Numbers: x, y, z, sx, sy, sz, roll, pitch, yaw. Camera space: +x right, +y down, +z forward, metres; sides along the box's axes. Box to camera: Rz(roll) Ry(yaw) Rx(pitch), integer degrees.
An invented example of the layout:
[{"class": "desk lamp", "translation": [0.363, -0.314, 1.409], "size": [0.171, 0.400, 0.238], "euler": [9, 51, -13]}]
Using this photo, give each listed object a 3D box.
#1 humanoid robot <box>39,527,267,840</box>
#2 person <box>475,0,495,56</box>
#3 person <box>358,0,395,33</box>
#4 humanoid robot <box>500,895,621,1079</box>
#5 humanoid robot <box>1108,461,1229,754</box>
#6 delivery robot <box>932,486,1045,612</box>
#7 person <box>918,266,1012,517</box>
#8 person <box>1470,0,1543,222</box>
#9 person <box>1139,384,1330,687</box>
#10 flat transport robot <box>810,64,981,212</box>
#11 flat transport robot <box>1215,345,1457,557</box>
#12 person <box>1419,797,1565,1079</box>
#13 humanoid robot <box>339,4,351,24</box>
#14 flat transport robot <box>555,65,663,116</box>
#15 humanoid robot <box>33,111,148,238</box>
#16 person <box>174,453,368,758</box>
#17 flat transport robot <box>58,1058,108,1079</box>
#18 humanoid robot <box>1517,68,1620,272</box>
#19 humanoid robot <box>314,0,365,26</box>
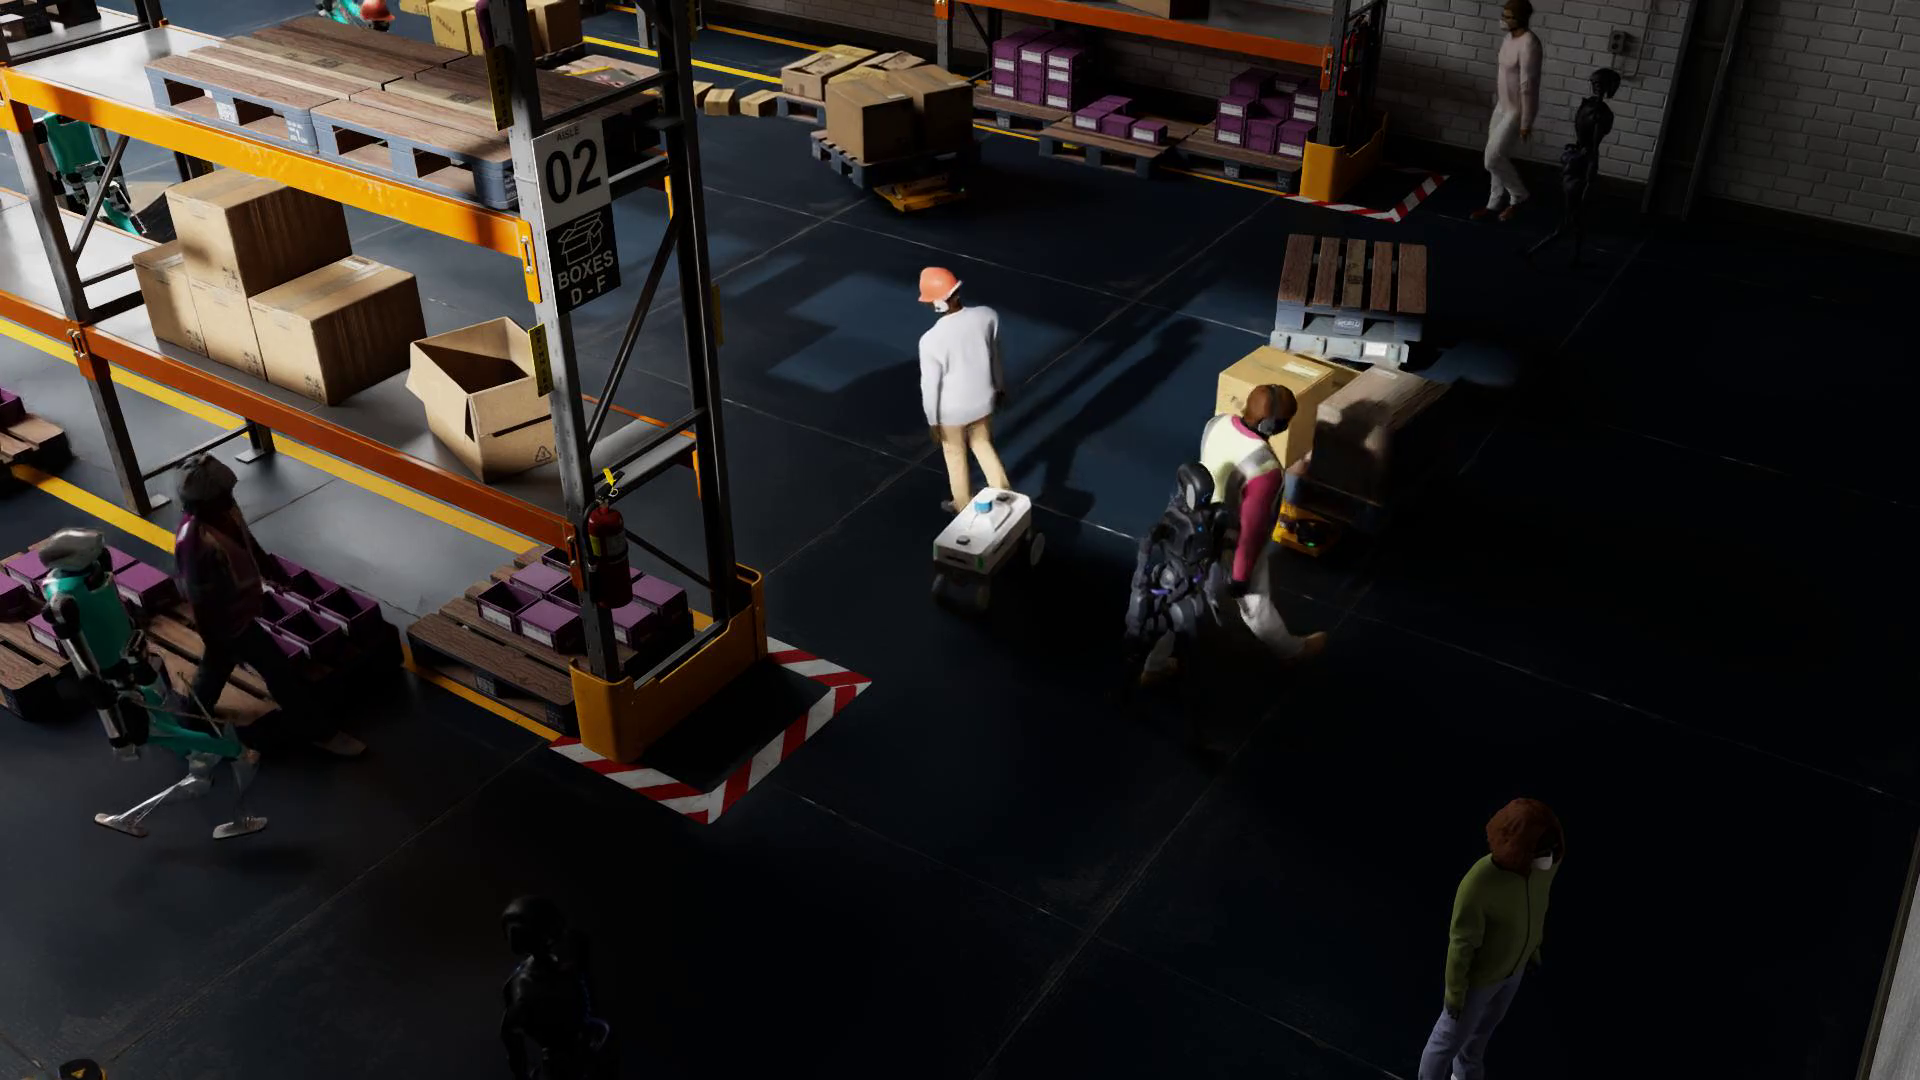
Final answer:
[{"class": "humanoid robot", "translation": [-3.535, 0.711, 7.433], "size": [1.025, 1.733, 0.554], "euler": [-4, 33, -6]}, {"class": "person", "translation": [-4.072, -4.275, 14.905], "size": [0.431, 1.948, 0.498], "euler": [19, 38, 27]}, {"class": "person", "translation": [-4.919, -3.826, 14.408], "size": [0.547, 1.731, 0.578], "euler": [-1, 33, -1]}, {"class": "humanoid robot", "translation": [-1.279, 1.890, 5.689], "size": [0.565, 1.640, 0.594], "euler": [8, 34, 12]}, {"class": "humanoid robot", "translation": [1.037, 0.312, 8.129], "size": [0.584, 1.620, 0.748], "euler": [-20, 38, -28]}, {"class": "delivery robot", "translation": [0.140, 0.007, 9.609], "size": [0.499, 0.604, 0.808], "euler": [15, 36, 22]}, {"class": "person", "translation": [0.052, -0.798, 9.773], "size": [0.624, 1.707, 0.554], "euler": [-21, 38, -29]}, {"class": "person", "translation": [4.556, -3.525, 13.782], "size": [0.456, 1.917, 0.685], "euler": [-2, 33, -2]}, {"class": "person", "translation": [1.440, -0.010, 8.505], "size": [1.032, 1.771, 0.647], "euler": [-14, 35, -20]}, {"class": "flat transport robot", "translation": [-0.571, -3.315, 14.968], "size": [0.659, 0.231, 1.431], "euler": [-18, 37, -26]}, {"class": "flat transport robot", "translation": [2.321, -0.361, 10.428], "size": [0.659, 0.231, 1.431], "euler": [25, 40, 33]}, {"class": "person", "translation": [1.974, 1.595, 6.168], "size": [0.496, 1.633, 0.287], "euler": [-20, 38, -28]}, {"class": "humanoid robot", "translation": [-6.990, -6.249, 18.131], "size": [0.568, 1.778, 0.791], "euler": [0, 33, 1]}, {"class": "flat transport robot", "translation": [-3.511, -4.506, 16.798], "size": [0.659, 0.231, 1.431], "euler": [-22, 39, -30]}, {"class": "humanoid robot", "translation": [-6.234, -2.436, 12.148], "size": [0.735, 1.678, 0.533], "euler": [23, 40, 31]}, {"class": "person", "translation": [-3.518, 0.315, 7.983], "size": [0.933, 1.779, 0.624], "euler": [-5, 33, -7]}, {"class": "flat transport robot", "translation": [-3.852, 2.464, 6.086], "size": [1.431, 0.231, 0.659], "euler": [-19, 38, -26]}, {"class": "humanoid robot", "translation": [4.830, -2.896, 13.060], "size": [0.683, 1.637, 0.609], "euler": [4, 33, 6]}, {"class": "humanoid robot", "translation": [-6.187, -5.490, 16.988], "size": [1.058, 1.751, 0.530], "euler": [15, 36, 22]}]
